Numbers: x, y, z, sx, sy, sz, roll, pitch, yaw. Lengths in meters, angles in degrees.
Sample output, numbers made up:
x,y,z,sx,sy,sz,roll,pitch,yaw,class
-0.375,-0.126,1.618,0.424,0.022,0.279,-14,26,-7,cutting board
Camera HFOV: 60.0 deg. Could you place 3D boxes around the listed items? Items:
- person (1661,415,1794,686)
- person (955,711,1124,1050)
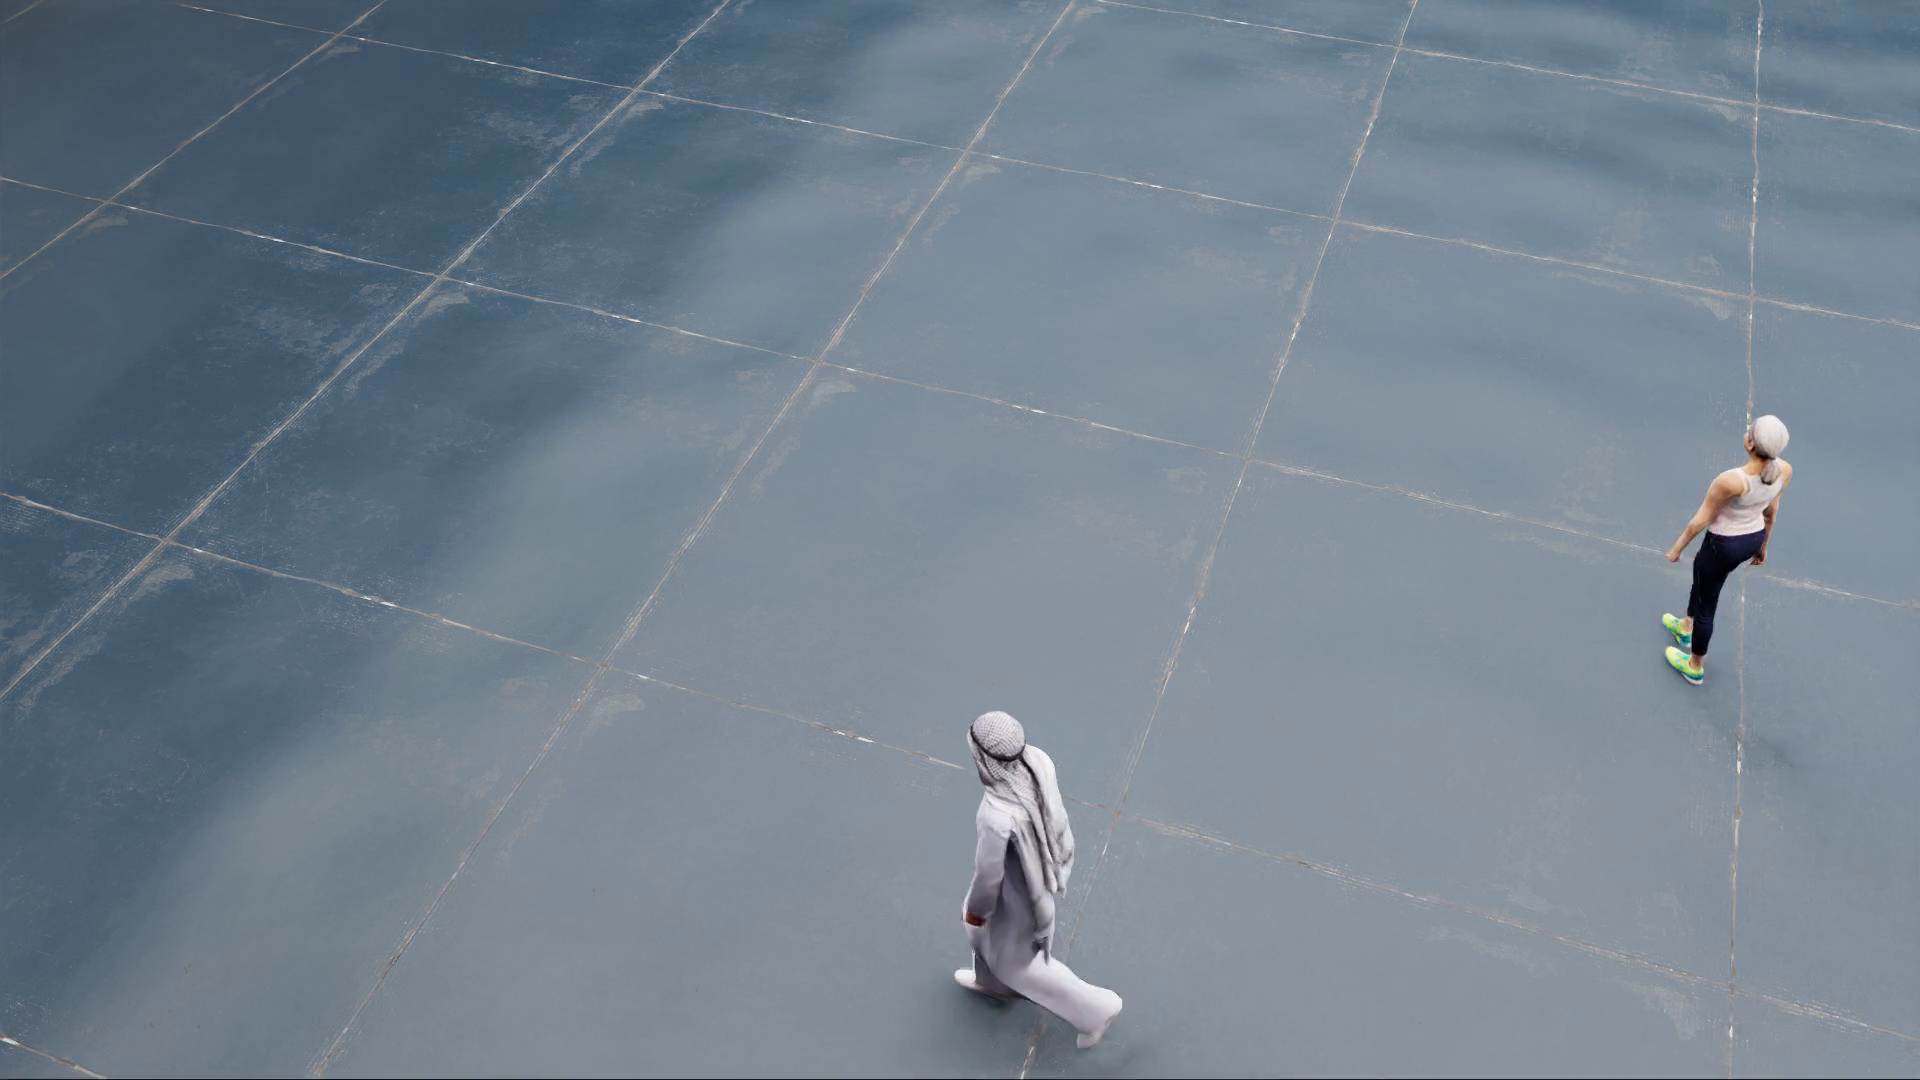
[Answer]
x,y,z,sx,sy,sz,roll,pitch,yaw,class
4.071,0.113,8.716,0.822,1.685,0.882,-14,45,-15,person
0.332,1.487,7.097,1.042,1.886,0.718,9,44,9,person
